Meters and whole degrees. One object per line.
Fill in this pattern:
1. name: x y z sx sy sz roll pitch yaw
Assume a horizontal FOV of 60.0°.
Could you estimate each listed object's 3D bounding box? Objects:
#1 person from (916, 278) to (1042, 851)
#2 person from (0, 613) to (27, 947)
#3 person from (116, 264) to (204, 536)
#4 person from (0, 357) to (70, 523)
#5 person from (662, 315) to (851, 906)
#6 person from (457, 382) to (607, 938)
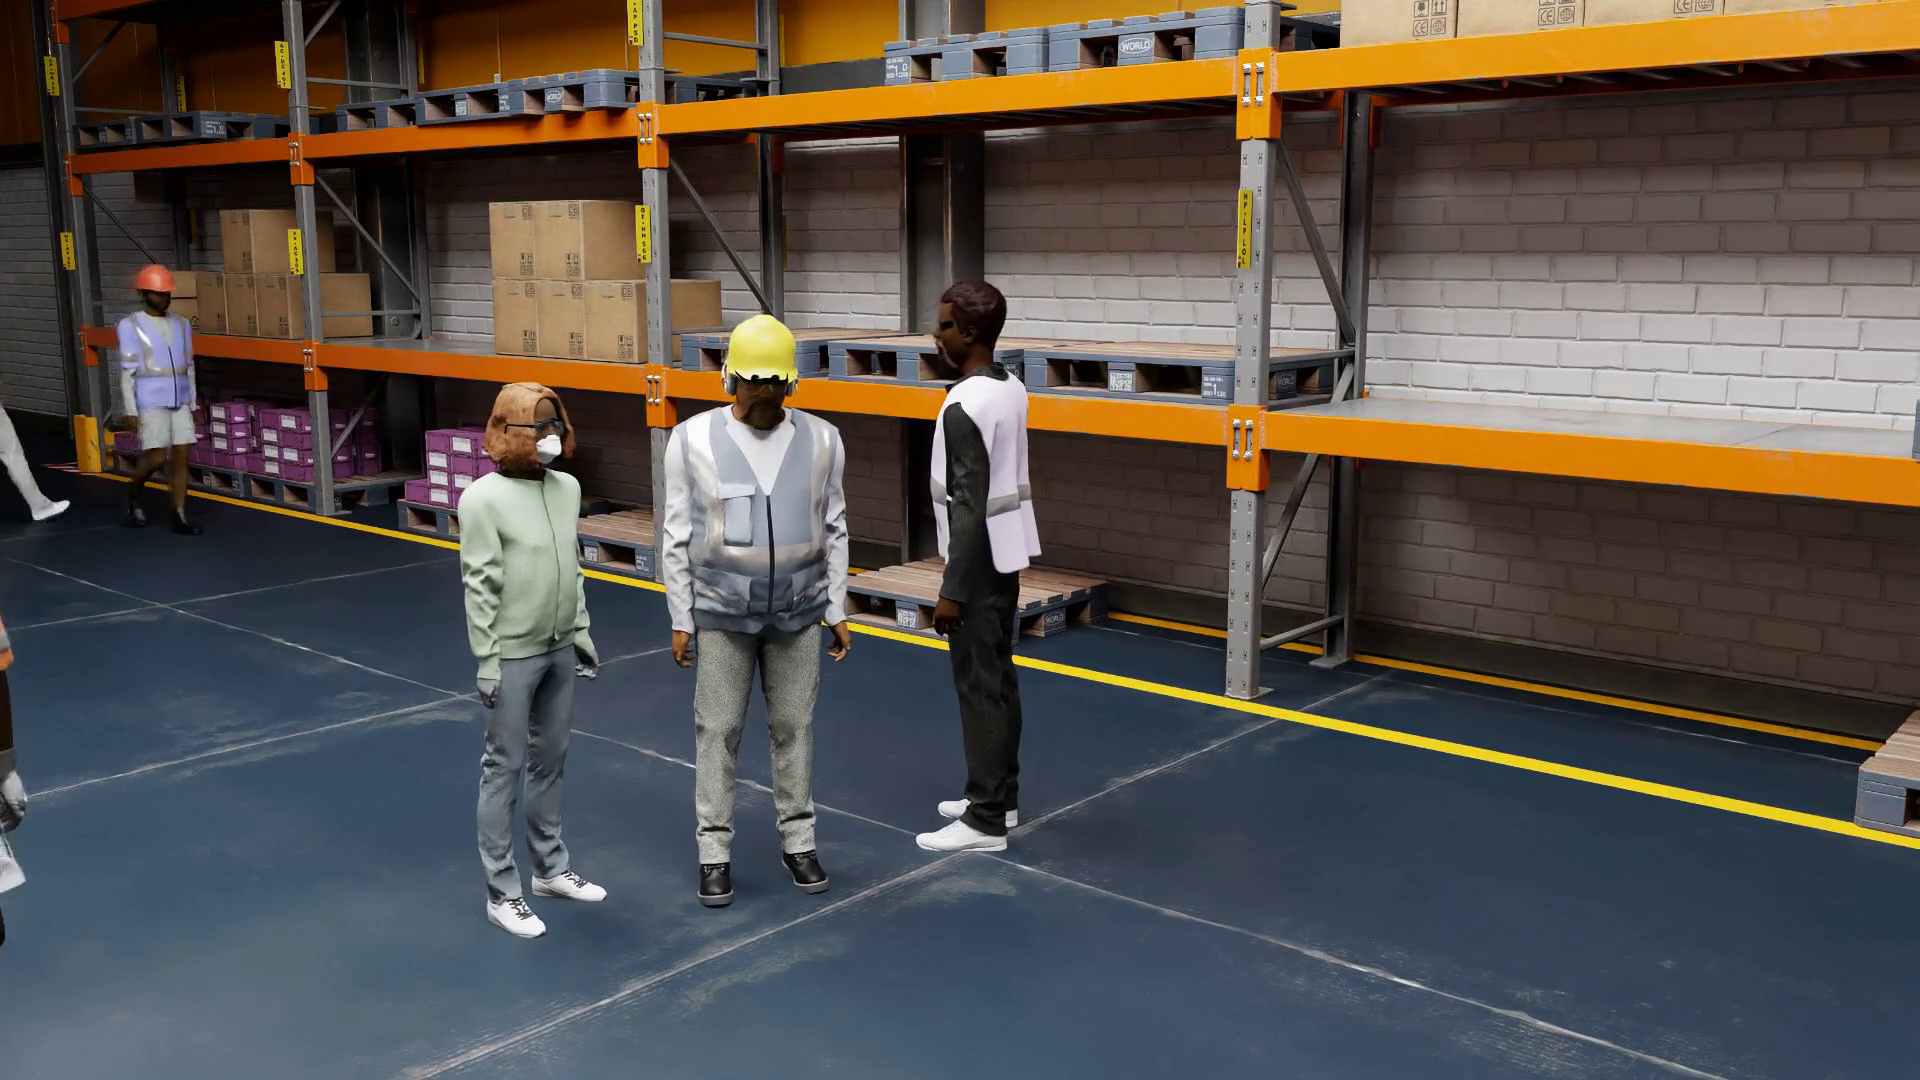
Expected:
1. person: 0.066 0.092 5.597 0.392 1.922 0.592 2 10 14
2. person: -2.374 0.548 3.665 0.551 1.682 0.502 -8 13 -39
3. person: -5.658 -0.982 11.735 0.584 1.920 0.544 6 11 30
4. person: -6.943 -1.006 11.966 0.594 1.883 0.927 4 11 24
5. person: -0.618 0.217 5.164 0.588 1.823 0.403 -3 10 -18
6. person: -1.273 0.344 4.980 0.278 1.634 0.499 5 11 25
